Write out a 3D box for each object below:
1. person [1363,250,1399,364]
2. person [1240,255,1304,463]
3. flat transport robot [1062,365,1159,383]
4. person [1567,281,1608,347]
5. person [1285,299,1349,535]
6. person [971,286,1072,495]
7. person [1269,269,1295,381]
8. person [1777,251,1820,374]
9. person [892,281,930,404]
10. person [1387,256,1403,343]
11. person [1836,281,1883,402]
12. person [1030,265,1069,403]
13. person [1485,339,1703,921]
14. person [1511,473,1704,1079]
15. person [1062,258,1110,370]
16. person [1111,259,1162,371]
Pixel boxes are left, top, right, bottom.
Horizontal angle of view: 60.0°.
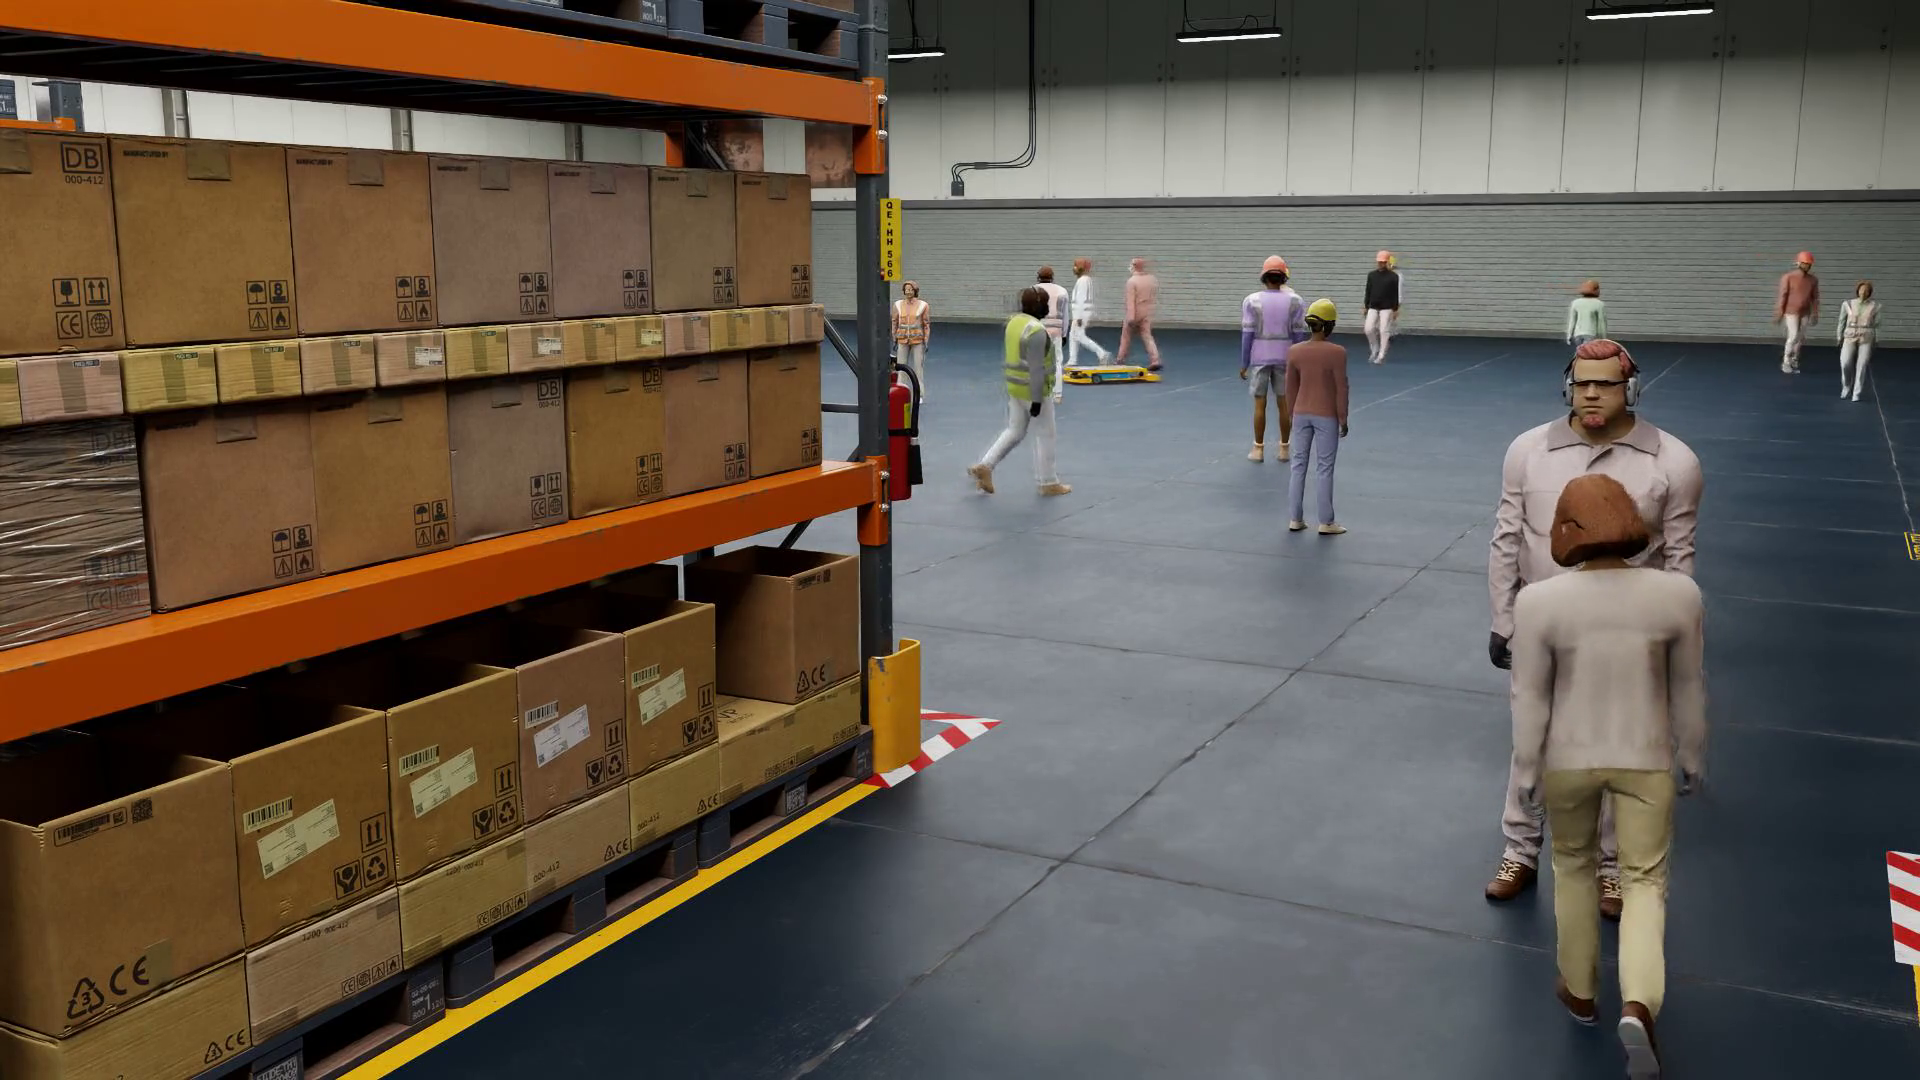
[{"bbox_3d":[7.320,-4.046,28.970,0.653,1.976,0.437,9,14,40],"label":"person"},{"bbox_3d":[3.077,-1.785,16.474,0.615,2.040,0.391,0,10,-2],"label":"person"},{"bbox_3d":[2.255,-2.539,25.420,1.431,0.197,0.652,-4,11,-20],"label":"flat transport robot"},{"bbox_3d":[9.019,-2.906,23.821,0.851,1.588,0.521,-8,13,-38],"label":"person"},{"bbox_3d":[2.694,-0.924,12.530,0.523,1.769,0.316,10,14,42],"label":"person"},{"bbox_3d":[0.535,-1.275,14.312,0.821,1.818,0.621,-5,11,-24],"label":"person"},{"bbox_3d":[4.897,-3.298,25.472,0.309,1.772,0.525,-8,13,-36],"label":"person"},{"bbox_3d":[13.542,-3.651,26.811,0.648,1.978,0.476,-1,10,-6],"label":"person"},{"bbox_3d":[-0.656,-2.623,22.136,0.512,1.642,0.312,2,11,12],"label":"person"},{"bbox_3d":[8.889,-4.992,34.586,0.562,1.808,0.621,-4,11,-22],"label":"person"},{"bbox_3d":[12.152,-2.684,22.481,0.536,1.625,0.370,6,12,29],"label":"person"},{"bbox_3d":[1.138,-2.736,22.207,0.621,1.845,0.430,-1,10,-4],"label":"person"},{"bbox_3d":[2.065,0.294,5.506,0.643,1.908,0.408,5,12,27],"label":"person"},{"bbox_3d":[1.755,0.629,4.501,0.536,1.604,0.700,3,11,15],"label":"person"},{"bbox_3d":[2.073,-3.738,27.621,0.770,1.860,0.585,0,10,2],"label":"person"},{"bbox_3d":[2.953,-3.735,27.607,0.986,1.862,0.664,9,14,42],"label":"person"}]
